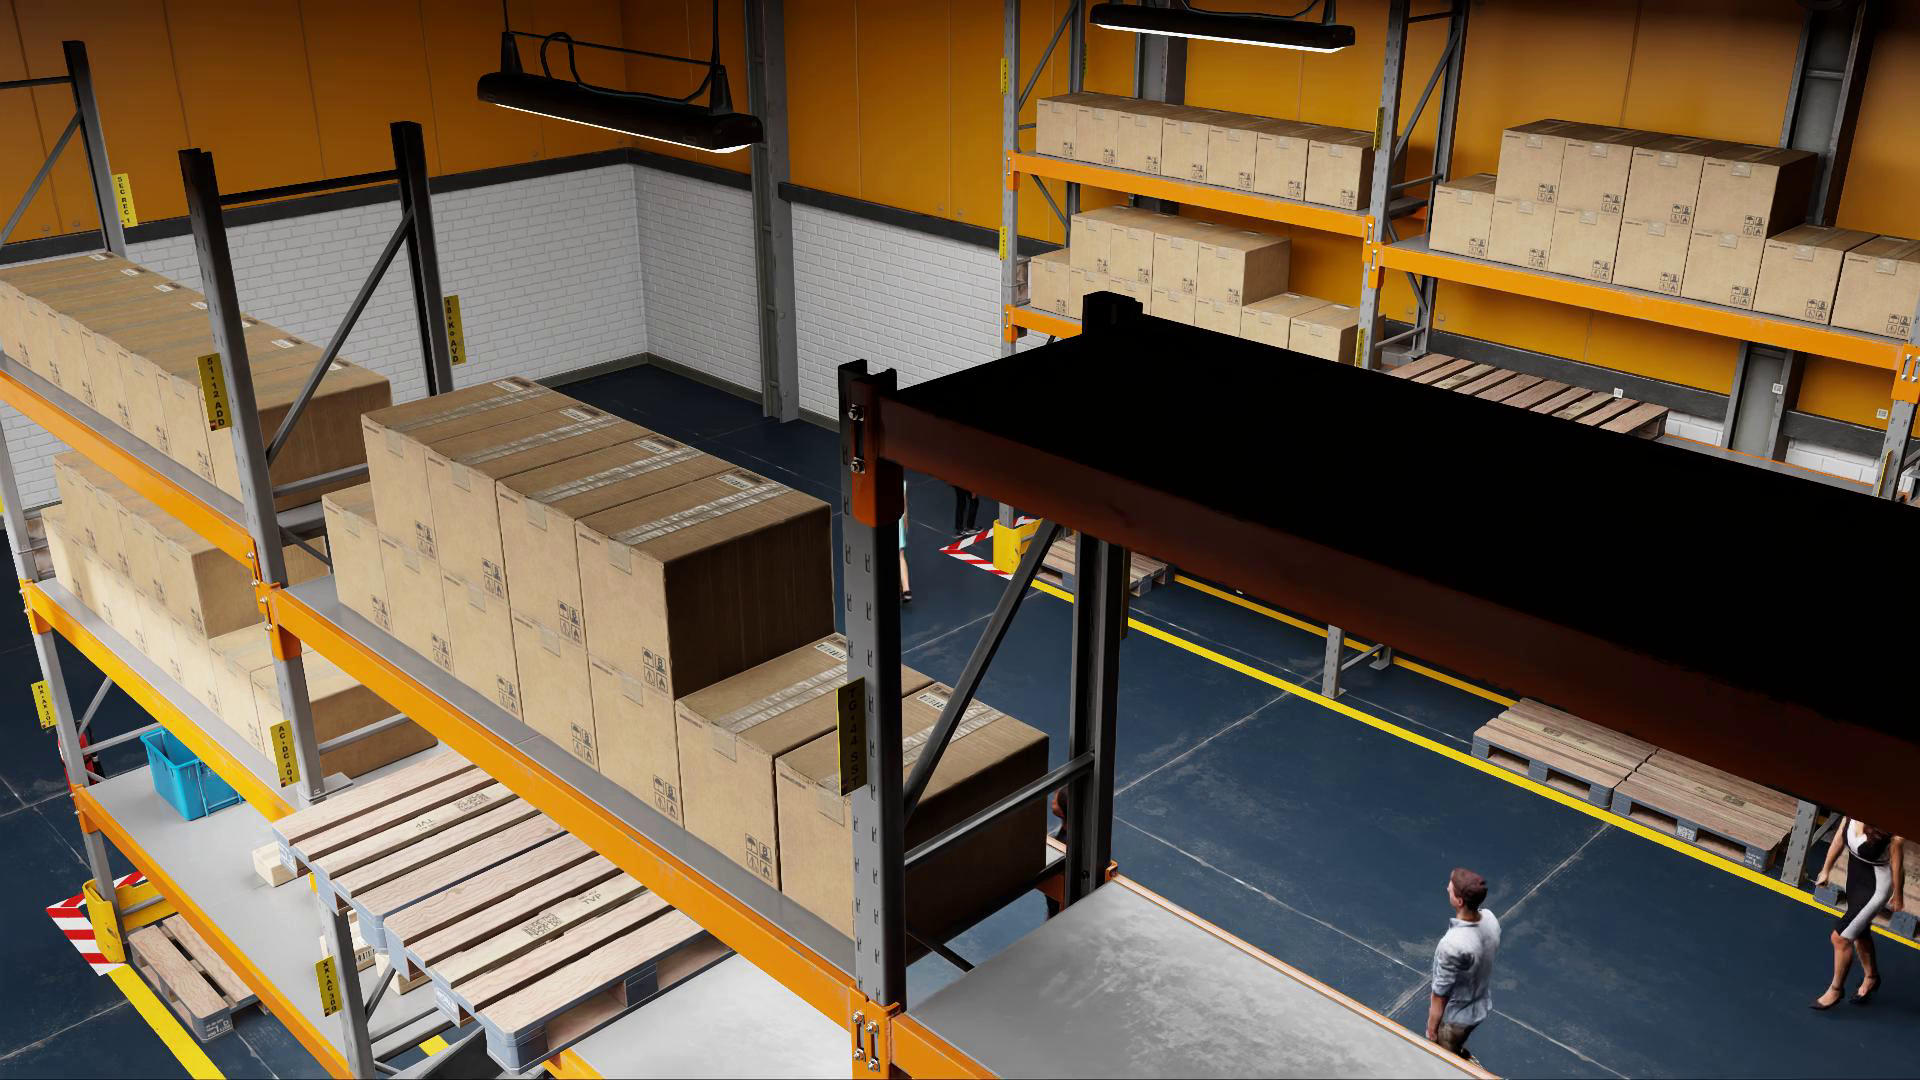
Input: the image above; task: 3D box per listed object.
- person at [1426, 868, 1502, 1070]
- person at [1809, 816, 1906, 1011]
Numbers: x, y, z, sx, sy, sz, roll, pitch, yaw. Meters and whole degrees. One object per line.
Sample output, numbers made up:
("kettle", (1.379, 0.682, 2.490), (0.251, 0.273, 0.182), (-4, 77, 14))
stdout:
("person", (2.931, 2.744, 9.490), (0.786, 1.830, 0.640), (22, 32, 40))
("person", (5.886, 2.260, 10.682), (0.879, 1.762, 0.854), (-8, 25, -18))
